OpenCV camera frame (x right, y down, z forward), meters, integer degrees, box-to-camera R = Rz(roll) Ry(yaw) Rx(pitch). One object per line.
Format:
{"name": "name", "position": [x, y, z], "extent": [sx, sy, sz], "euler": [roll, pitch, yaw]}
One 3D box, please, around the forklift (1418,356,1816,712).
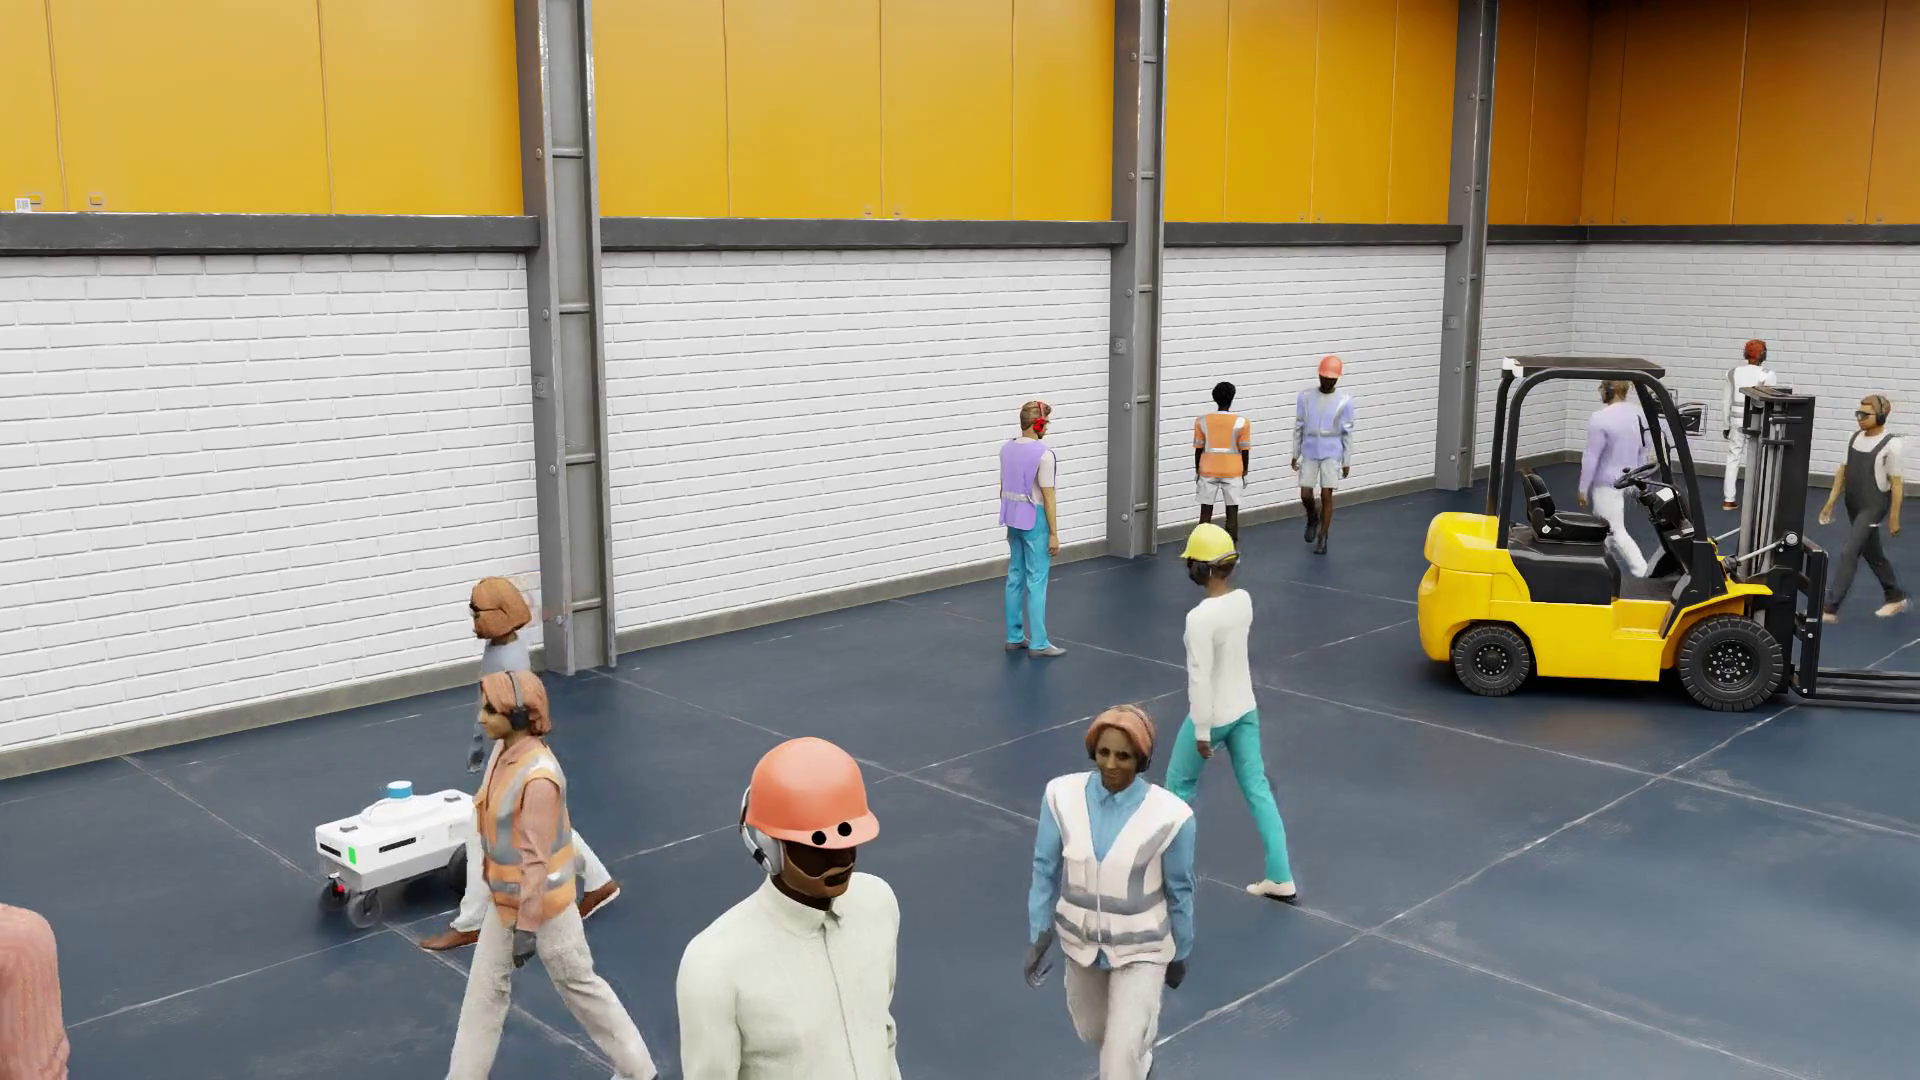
{"name": "forklift", "position": [4.276, -0.101, 11.076], "extent": [2.313, 2.155, 1.214], "euler": [2, 11, 13]}

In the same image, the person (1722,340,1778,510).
{"name": "person", "position": [8.601, -1.239, 18.134], "extent": [0.351, 1.882, 0.600], "euler": [-9, 14, -40]}

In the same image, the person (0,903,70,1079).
{"name": "person", "position": [-2.231, 1.368, 3.720], "extent": [0.641, 1.957, 0.847], "euler": [0, 10, 2]}

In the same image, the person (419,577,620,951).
{"name": "person", "position": [-1.880, 0.926, 7.117], "extent": [0.837, 1.596, 0.501], "euler": [-4, 11, -19]}

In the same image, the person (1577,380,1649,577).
{"name": "person", "position": [5.489, -0.452, 13.824], "extent": [0.646, 1.905, 0.983], "euler": [-6, 12, -30]}

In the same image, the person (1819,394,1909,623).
{"name": "person", "position": [7.080, -0.240, 12.941], "extent": [0.981, 1.805, 0.506], "euler": [-2, 11, -8]}

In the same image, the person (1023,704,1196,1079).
{"name": "person", "position": [0.513, 1.261, 5.257], "extent": [0.503, 1.603, 0.801], "euler": [6, 12, 29]}

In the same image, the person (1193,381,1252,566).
{"name": "person", "position": [2.387, -0.600, 15.181], "extent": [0.538, 1.690, 0.320], "euler": [3, 11, 18]}

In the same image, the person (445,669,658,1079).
{"name": "person", "position": [-1.428, 1.205, 5.585], "extent": [0.851, 1.596, 0.530], "euler": [-6, 12, -31]}

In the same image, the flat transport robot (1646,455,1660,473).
{"name": "flat transport robot", "position": [8.283, -0.916, 20.766], "extent": [0.652, 0.197, 1.431], "euler": [7, 12, 32]}

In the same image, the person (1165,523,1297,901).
{"name": "person", "position": [1.157, 0.777, 7.599], "extent": [0.932, 1.718, 0.539], "euler": [10, 14, 42]}

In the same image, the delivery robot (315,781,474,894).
{"name": "delivery robot", "position": [-2.511, 1.330, 7.492], "extent": [0.477, 0.478, 0.707], "euler": [9, 14, 40]}

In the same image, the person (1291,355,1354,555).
{"name": "person", "position": [3.432, -0.814, 15.757], "extent": [0.578, 1.906, 0.616], "euler": [4, 11, 22]}

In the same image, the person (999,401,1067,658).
{"name": "person", "position": [0.491, -0.074, 11.901], "extent": [0.390, 1.838, 0.563], "euler": [-8, 13, -37]}

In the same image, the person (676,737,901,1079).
{"name": "person", "position": [-0.320, 1.379, 3.546], "extent": [0.382, 1.993, 0.622], "euler": [8, 13, 38]}
